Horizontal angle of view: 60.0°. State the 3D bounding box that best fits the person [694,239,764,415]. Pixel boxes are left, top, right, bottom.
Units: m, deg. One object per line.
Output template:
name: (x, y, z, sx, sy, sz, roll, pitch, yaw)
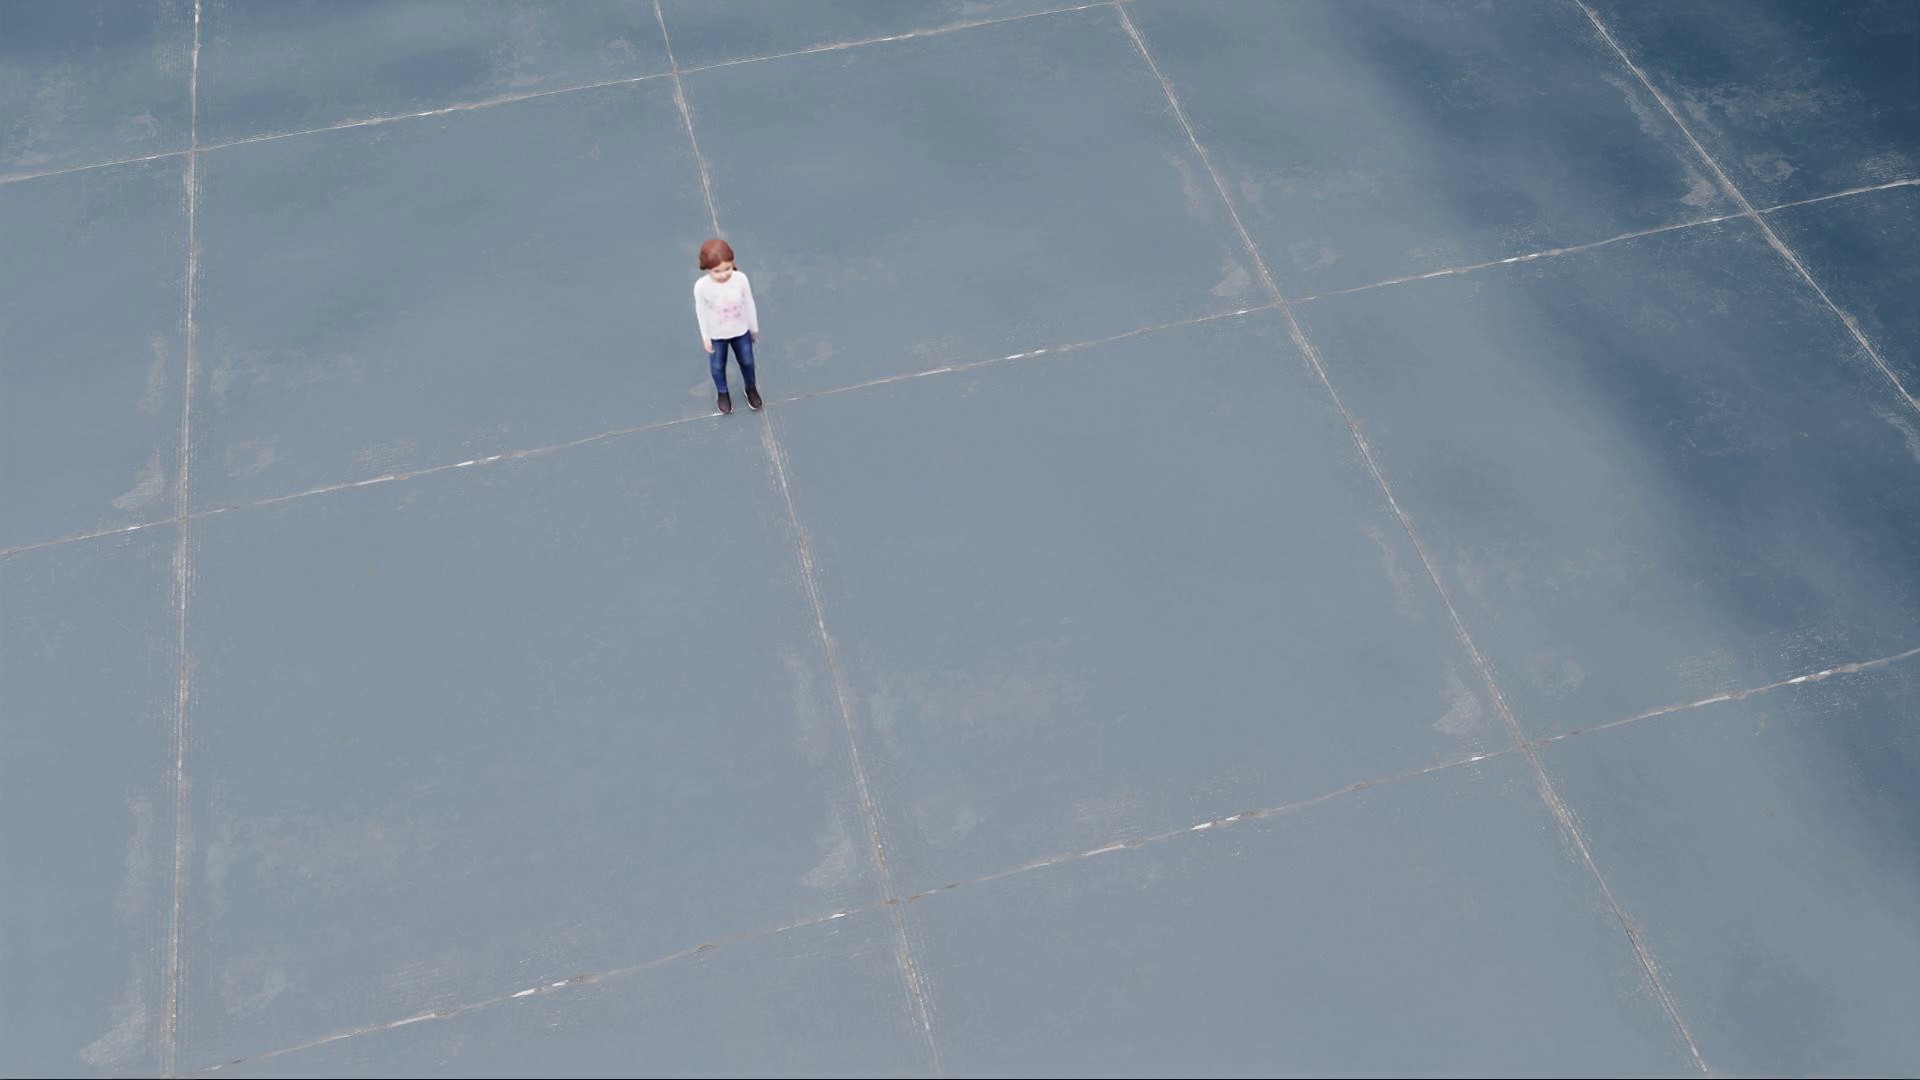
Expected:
person: (-1.211, -1.112, 8.556, 0.446, 1.112, 0.484, -13, 53, -10)
